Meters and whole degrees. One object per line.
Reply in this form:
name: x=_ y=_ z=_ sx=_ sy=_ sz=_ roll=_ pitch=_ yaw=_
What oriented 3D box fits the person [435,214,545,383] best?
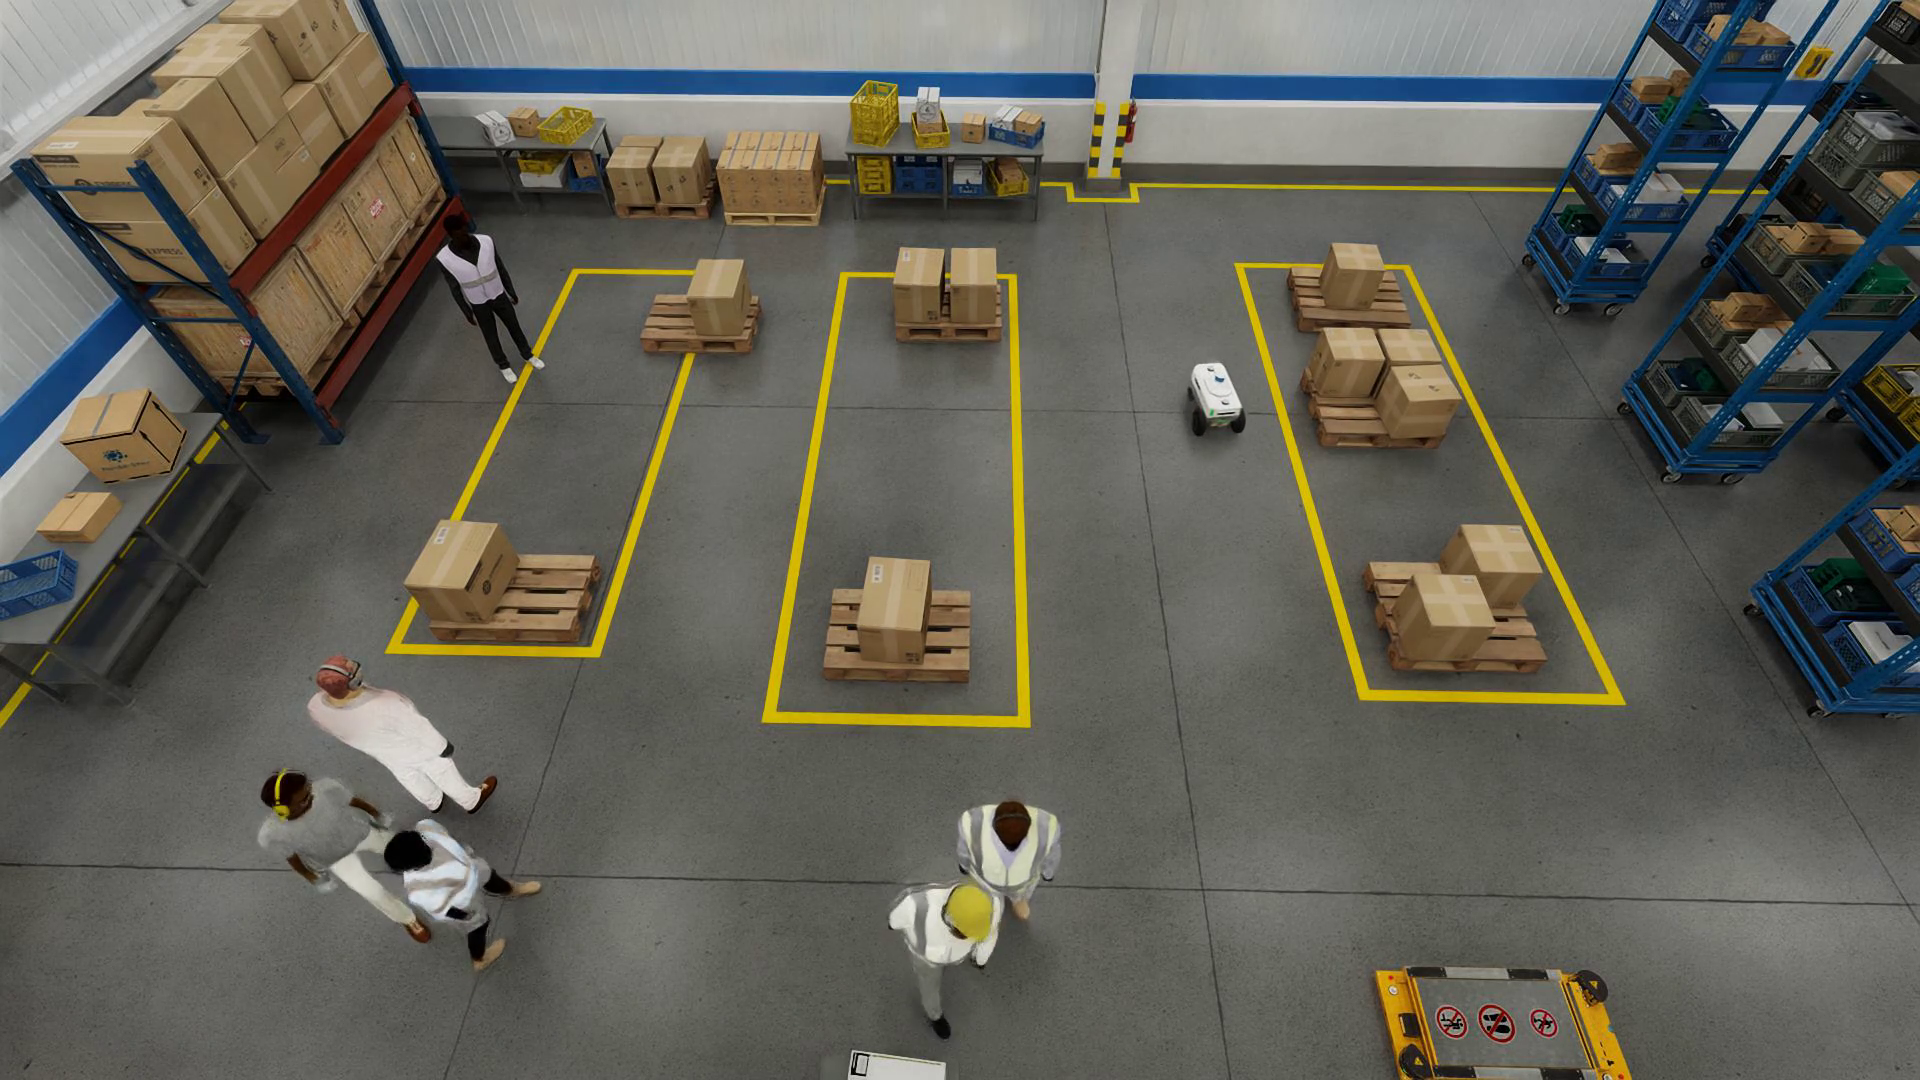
person: x=-4.881 y=-2.499 z=9.456 sx=0.376 sy=1.910 sz=0.591 roll=36 pitch=59 yaw=26

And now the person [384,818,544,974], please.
person: x=-3.156 y=2.187 z=5.805 sx=0.395 sy=1.668 sz=0.560 roll=-16 pitch=53 yaw=-12

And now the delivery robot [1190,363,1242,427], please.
delivery robot: x=2.643 y=-1.523 z=9.470 sx=0.477 sy=0.478 sz=0.707 roll=-5 pitch=51 yaw=-4

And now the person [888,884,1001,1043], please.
person: x=-0.092 y=2.455 z=5.505 sx=0.661 sy=1.770 sz=0.798 roll=-7 pitch=51 yaw=-6

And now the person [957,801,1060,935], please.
person: x=0.295 y=2.067 z=5.789 sx=0.636 sy=1.829 sz=0.438 roll=2 pitch=51 yaw=2

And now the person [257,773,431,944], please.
person: x=-3.981 y=1.941 z=5.896 sx=0.859 sy=1.826 sz=0.568 roll=29 pitch=56 yaw=22

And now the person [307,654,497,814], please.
person: x=-3.837 y=1.367 z=6.307 sx=0.652 sy=1.905 sz=0.408 roll=3 pitch=51 yaw=3

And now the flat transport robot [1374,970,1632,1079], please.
flat transport robot: x=3.501 y=3.133 z=5.914 sx=1.431 sy=0.197 sz=0.652 roll=1 pitch=51 yaw=1
